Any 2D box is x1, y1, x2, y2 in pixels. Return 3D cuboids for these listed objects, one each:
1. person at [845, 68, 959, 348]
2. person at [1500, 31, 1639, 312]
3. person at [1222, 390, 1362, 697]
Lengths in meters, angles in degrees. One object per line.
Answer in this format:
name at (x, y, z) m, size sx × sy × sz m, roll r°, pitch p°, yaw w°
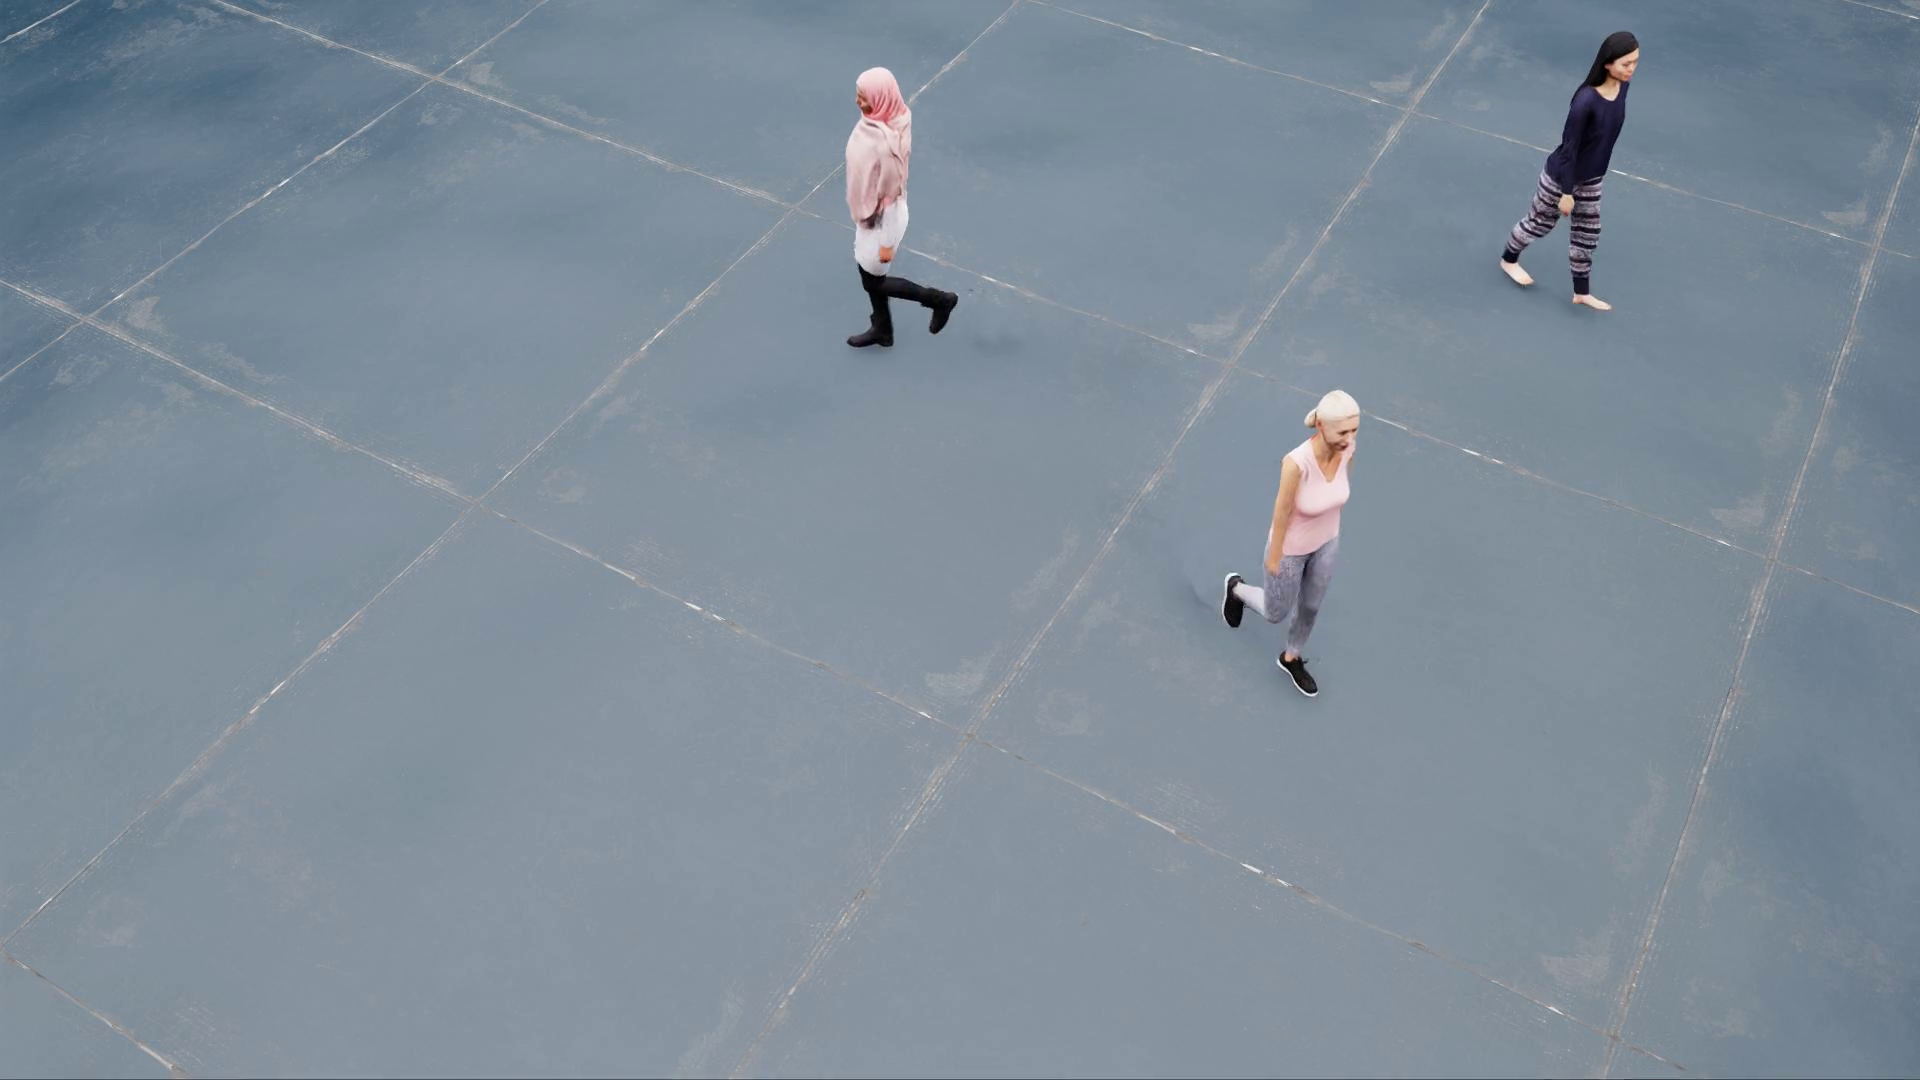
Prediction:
person at (-0.326, -1.722, 8.943) m, size 0.992 × 1.787 × 0.922 m, roll -8°, pitch 48°, yaw -8°
person at (3.391, -2.120, 9.369) m, size 0.859 × 1.701 × 1.053 m, roll -29°, pitch 54°, yaw -24°
person at (1.482, -0.041, 7.437) m, size 0.836 × 1.715 × 0.966 m, roll -20°, pitch 50°, yaw -17°
